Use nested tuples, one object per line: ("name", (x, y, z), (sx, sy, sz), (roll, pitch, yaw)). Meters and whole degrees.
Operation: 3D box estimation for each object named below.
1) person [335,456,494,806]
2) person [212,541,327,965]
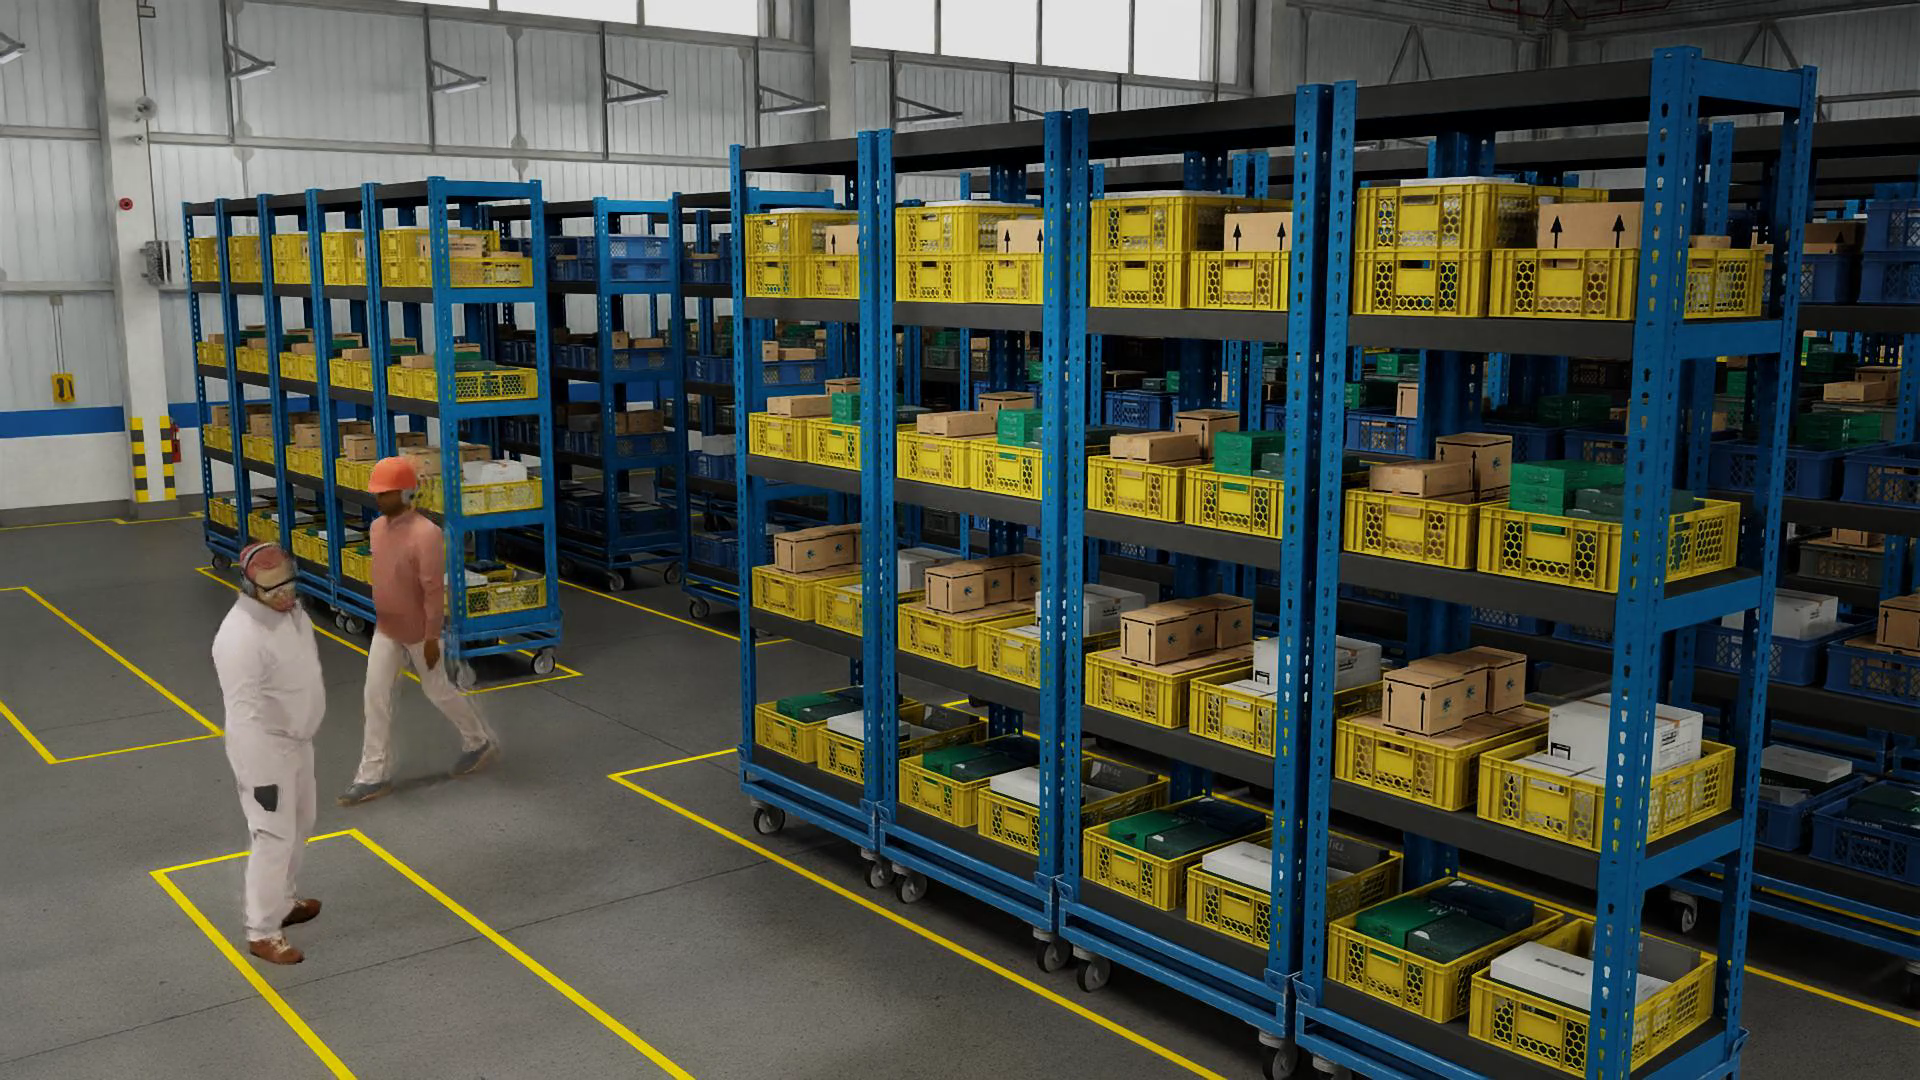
("person", (-3.119, 0.477, 9.518), (0.631, 1.950, 1.022), (6, 11, 32))
("person", (-2.953, 0.906, 7.193), (0.443, 1.866, 0.728), (0, 9, -3))
